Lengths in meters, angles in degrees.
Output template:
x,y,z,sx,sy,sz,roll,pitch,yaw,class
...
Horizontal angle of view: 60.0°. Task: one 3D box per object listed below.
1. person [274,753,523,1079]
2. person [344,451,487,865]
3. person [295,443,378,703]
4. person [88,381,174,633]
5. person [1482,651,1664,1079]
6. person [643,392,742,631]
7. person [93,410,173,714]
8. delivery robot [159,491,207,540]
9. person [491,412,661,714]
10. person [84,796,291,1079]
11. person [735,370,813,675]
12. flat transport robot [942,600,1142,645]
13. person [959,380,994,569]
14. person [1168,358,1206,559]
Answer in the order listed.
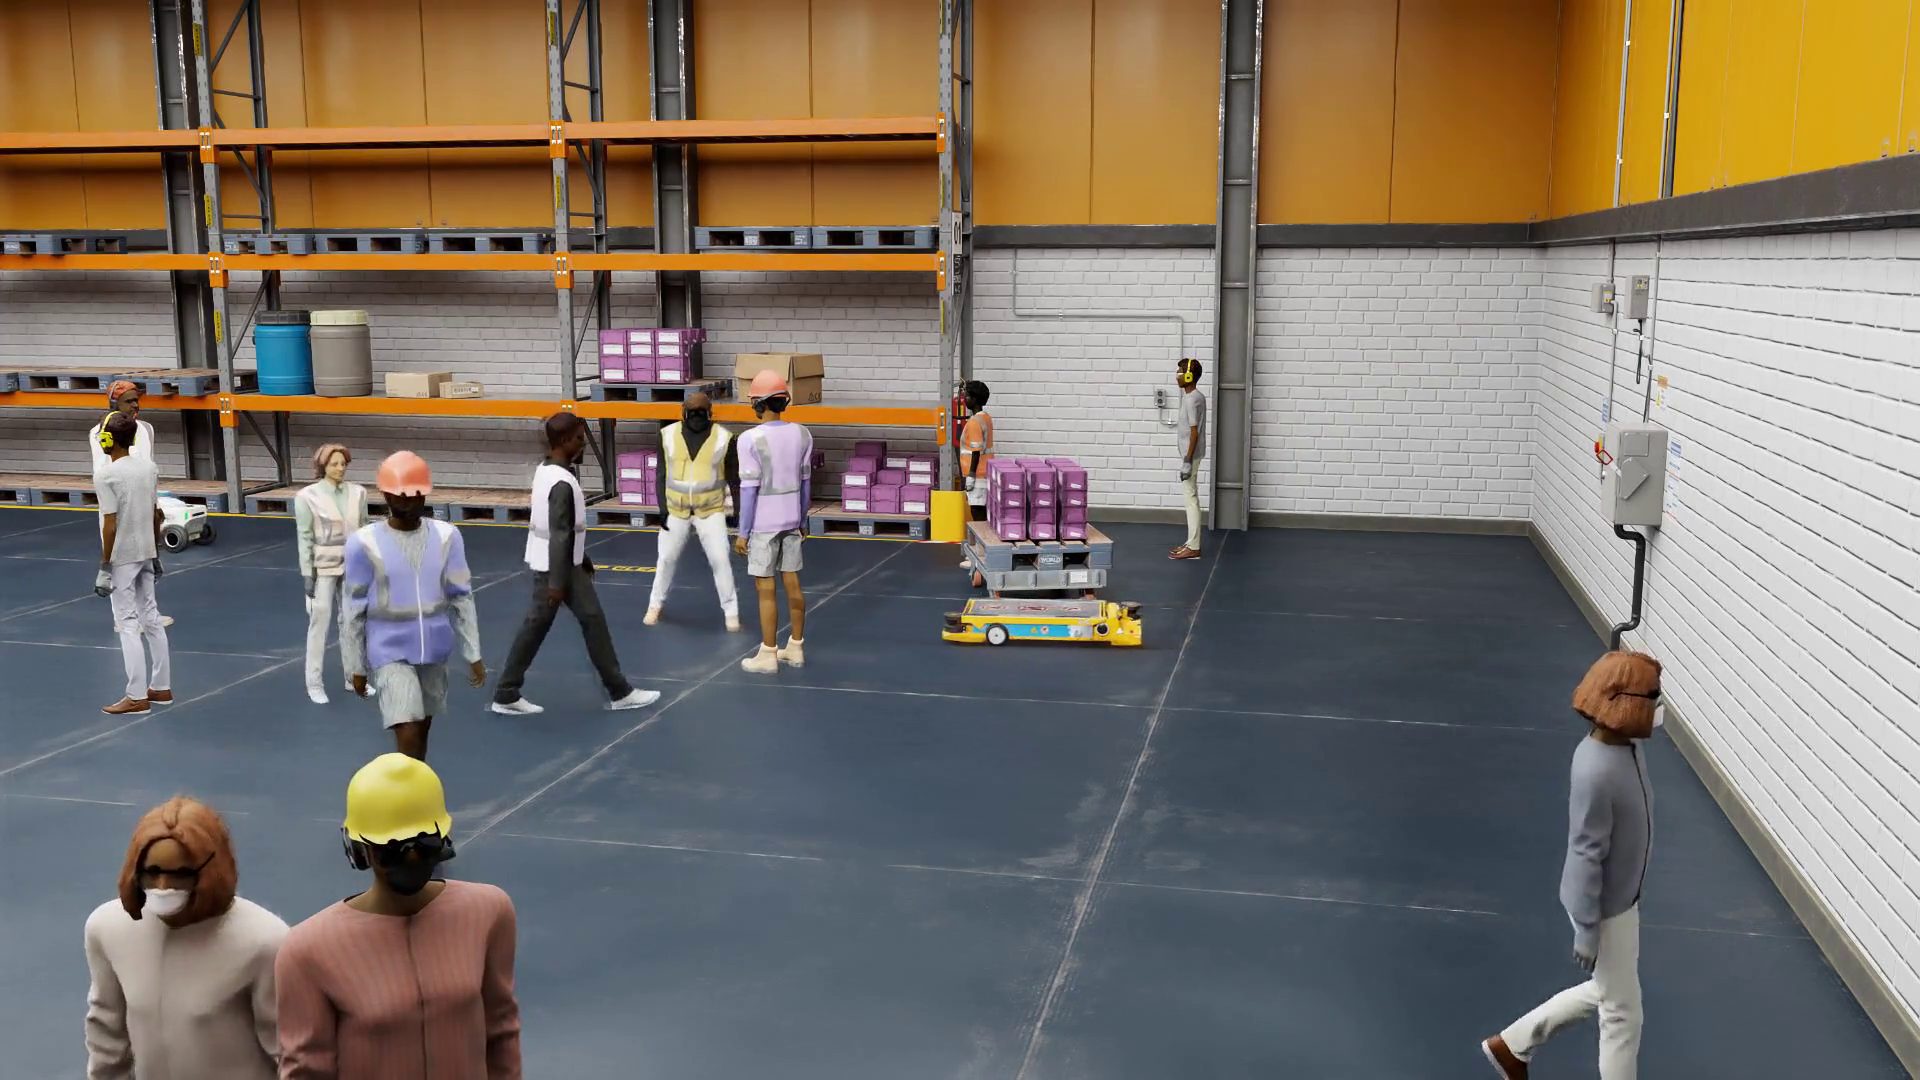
x,y,z,sx,sy,sz,roll,pitch,yaw,class
-1.167,1.310,3.561,0.525,1.769,0.309,-8,13,-40,person
-2.491,0.541,7.703,0.561,1.893,0.945,-8,12,-38,person
-3.945,0.201,10.515,0.312,1.641,0.519,7,12,35,person
-6.196,-0.247,12.436,0.351,1.882,0.581,2,10,14,person
1.972,1.121,5.129,0.667,1.617,0.516,6,11,33,person
-2.013,-0.218,12.546,0.791,1.802,0.524,0,10,-1,person
-5.108,0.136,10.208,0.316,1.870,0.532,2,10,12,person
-7.629,-0.230,15.981,0.707,0.478,0.477,2,10,12,delivery robot
-2.406,0.150,10.136,1.006,1.869,0.592,-4,11,-25,person
-1.729,1.325,3.948,0.517,1.603,0.579,1,10,8,person
-1.271,-0.119,11.203,0.377,2.043,0.608,8,13,41,person
0.612,0.593,12.227,1.431,0.197,0.652,1,10,5,flat transport robot
0.153,-0.590,15.015,0.315,1.696,0.541,2,10,12,person
2.120,-0.753,15.472,0.317,1.870,0.531,2,10,12,person
